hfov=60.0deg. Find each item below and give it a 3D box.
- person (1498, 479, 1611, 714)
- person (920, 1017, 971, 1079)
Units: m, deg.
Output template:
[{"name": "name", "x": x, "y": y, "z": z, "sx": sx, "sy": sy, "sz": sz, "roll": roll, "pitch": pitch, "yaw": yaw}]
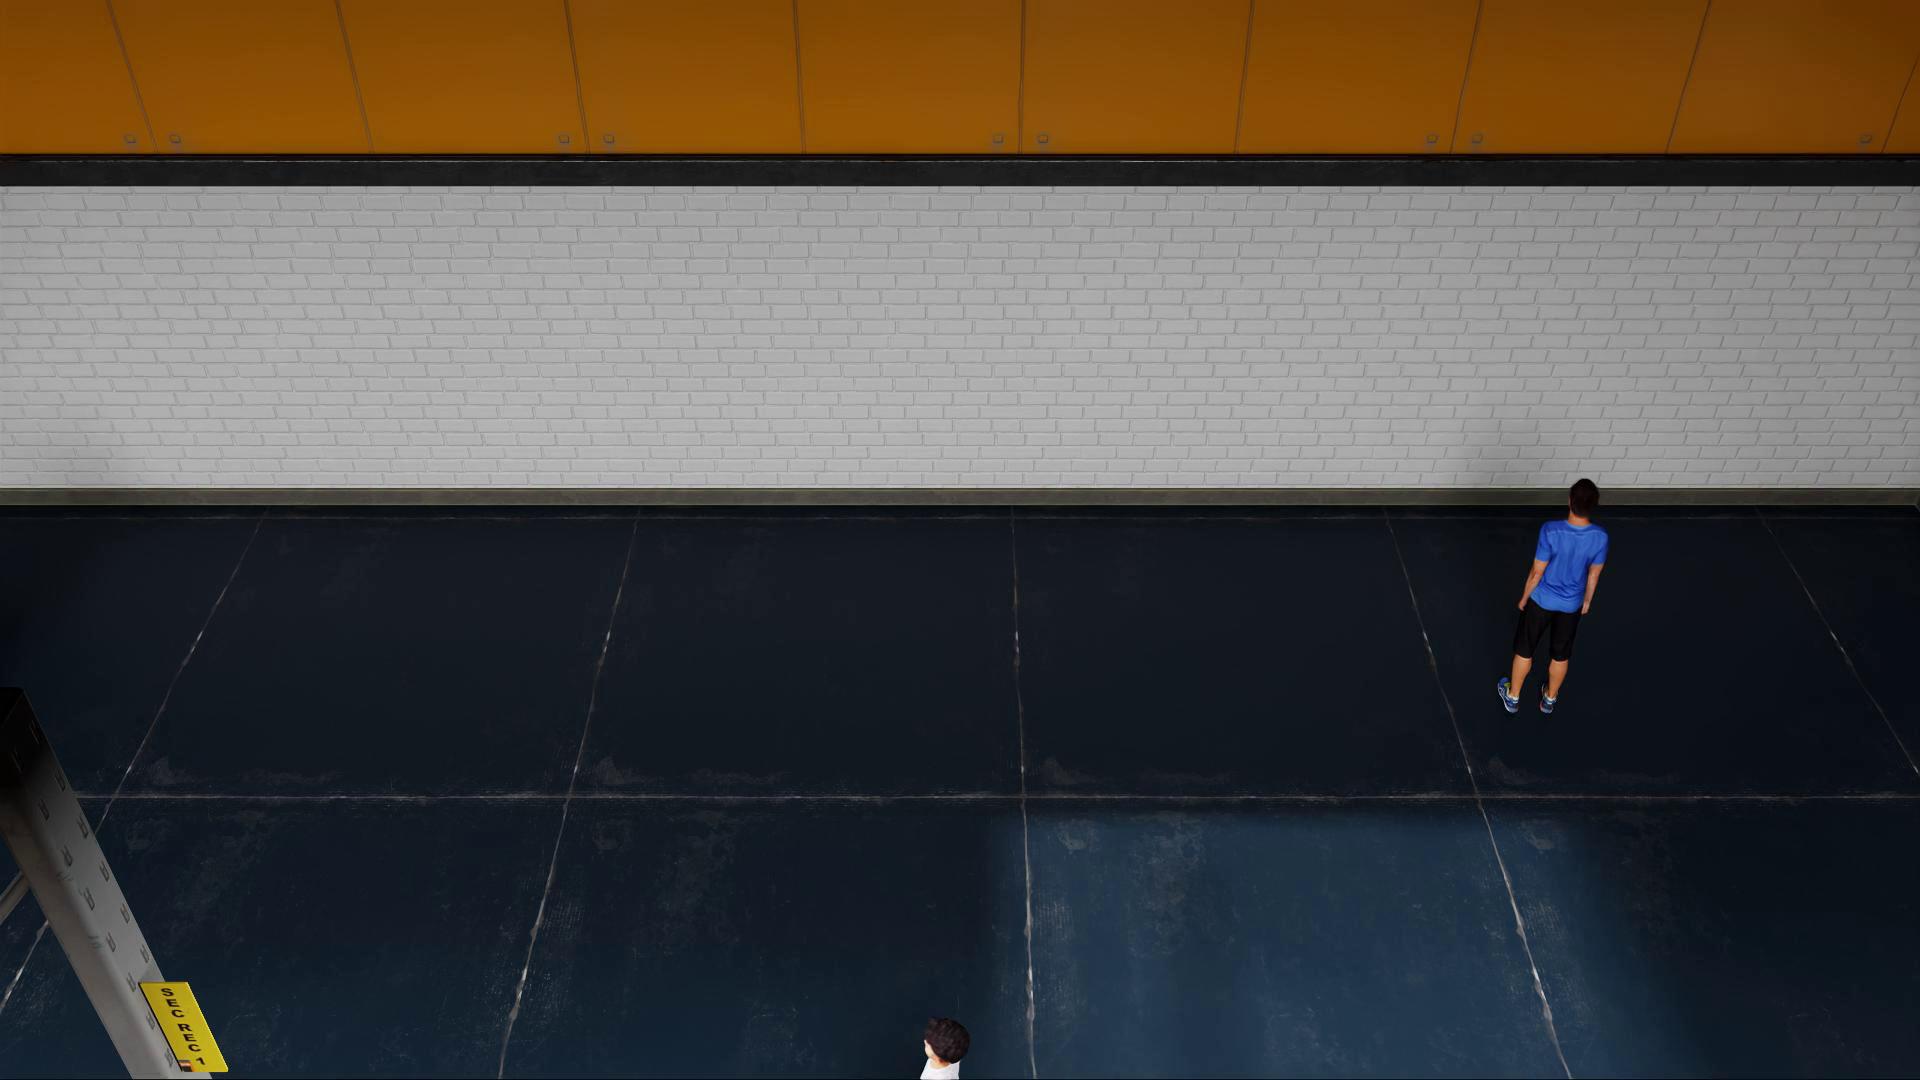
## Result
[{"name": "person", "x": 3.971, "y": 0.398, "z": 11.090, "sx": 0.638, "sy": 1.867, "sz": 0.580, "roll": 4, "pitch": 39, "yaw": 5}, {"name": "person", "x": -0.076, "y": 2.858, "z": 8.494, "sx": 0.607, "sy": 1.262, "sz": 0.515, "roll": 11, "pitch": 40, "yaw": 14}]
